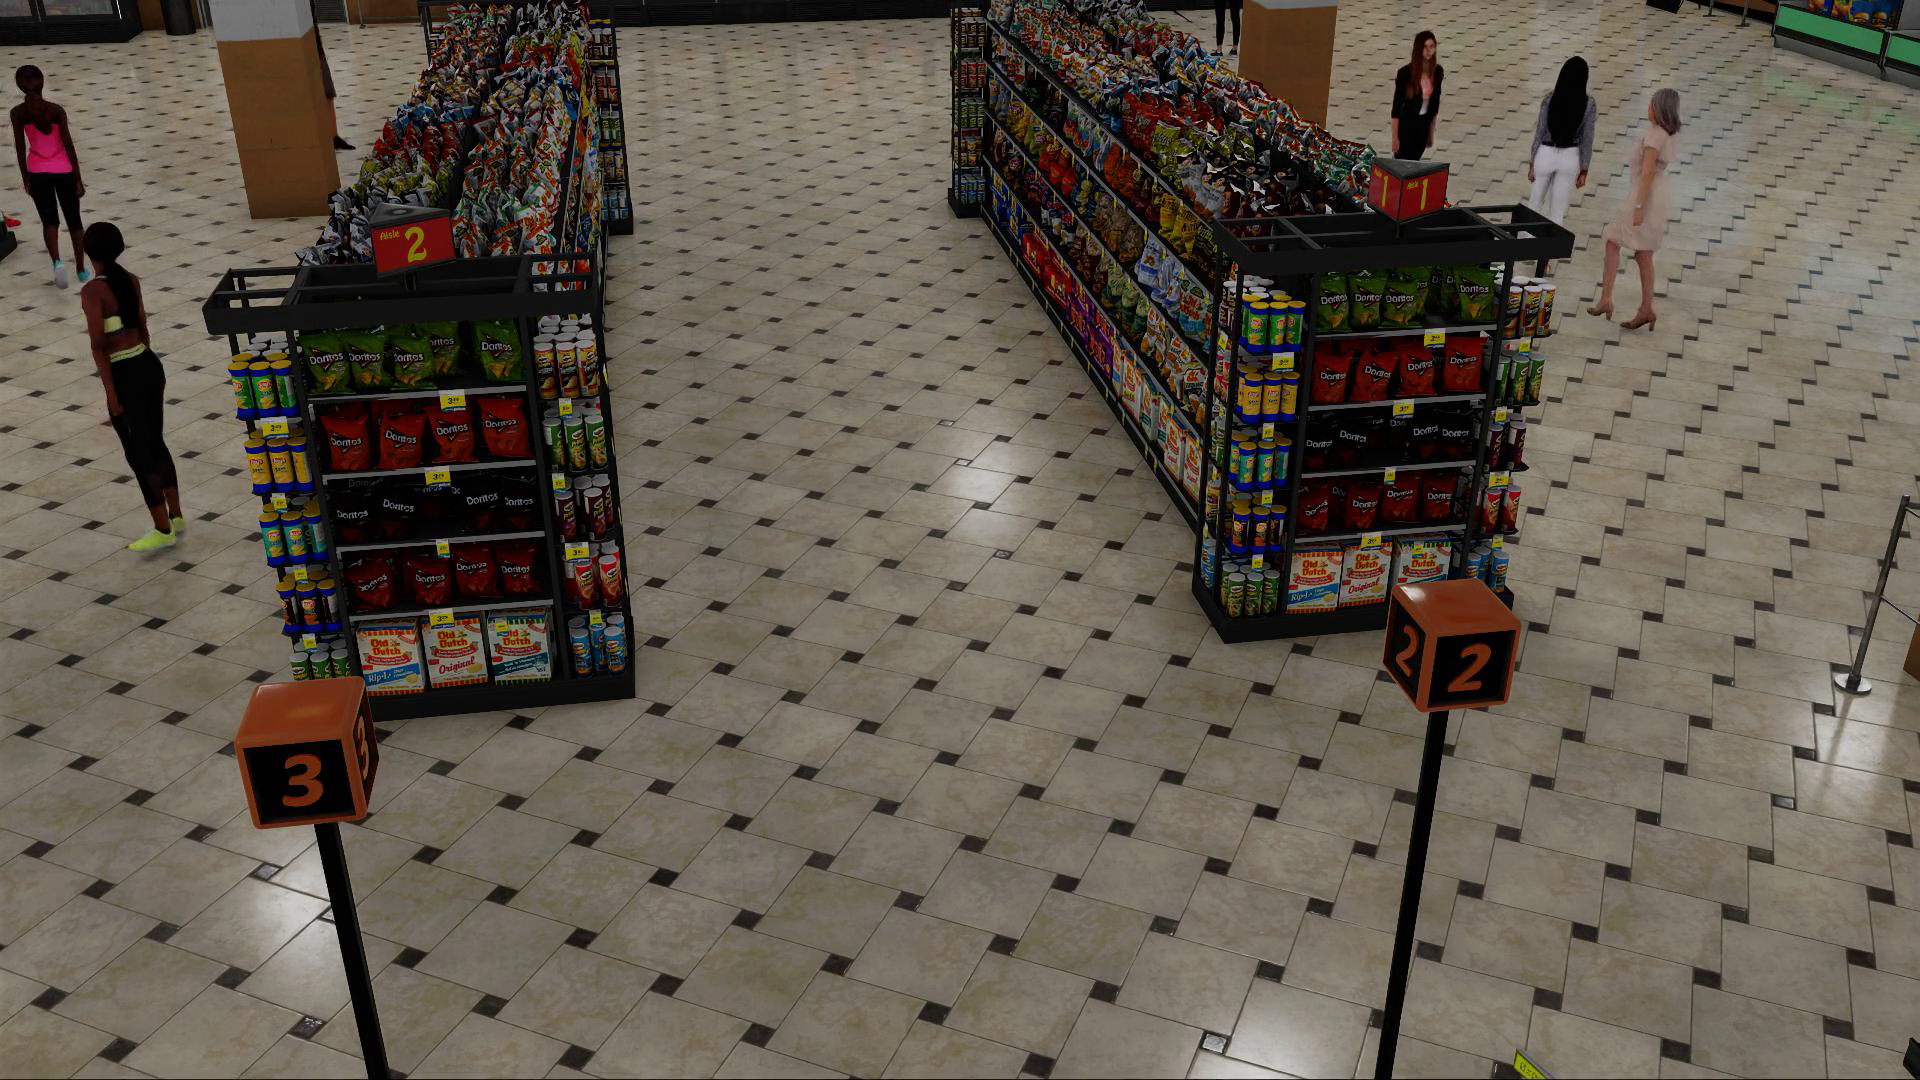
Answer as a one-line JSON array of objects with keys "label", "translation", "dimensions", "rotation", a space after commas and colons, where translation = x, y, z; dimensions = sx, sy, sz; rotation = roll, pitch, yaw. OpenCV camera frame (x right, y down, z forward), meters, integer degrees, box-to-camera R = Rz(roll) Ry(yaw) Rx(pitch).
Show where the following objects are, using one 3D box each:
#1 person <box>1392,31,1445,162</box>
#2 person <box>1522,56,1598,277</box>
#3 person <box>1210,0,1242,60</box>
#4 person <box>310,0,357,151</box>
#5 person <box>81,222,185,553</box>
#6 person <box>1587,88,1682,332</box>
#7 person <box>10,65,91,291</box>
[{"label": "person", "translation": [3.874, -3.530, 14.329], "dimensions": [0.664, 1.698, 0.740], "rotation": [-14, 30, -25]}, {"label": "person", "translation": [4.680, -2.906, 13.080], "dimensions": [0.767, 1.713, 0.824], "rotation": [11, 29, 20]}, {"label": "person", "translation": [3.435, -7.045, 21.257], "dimensions": [0.595, 1.699, 0.581], "rotation": [-7, 28, -14]}, {"label": "person", "translation": [-6.660, -4.844, 16.767], "dimensions": [1.184, 1.835, 1.206], "rotation": [13, 30, 24]}, {"label": "person", "translation": [-4.419, -0.800, 8.917], "dimensions": [0.925, 1.724, 0.721], "rotation": [1, 27, 2]}, {"label": "person", "translation": [4.985, -2.342, 11.992], "dimensions": [0.913, 1.691, 0.857], "rotation": [17, 31, 30]}, {"label": "person", "translation": [-6.979, -2.750, 12.779], "dimensions": [0.710, 1.708, 1.044], "rotation": [-10, 29, -20]}]
